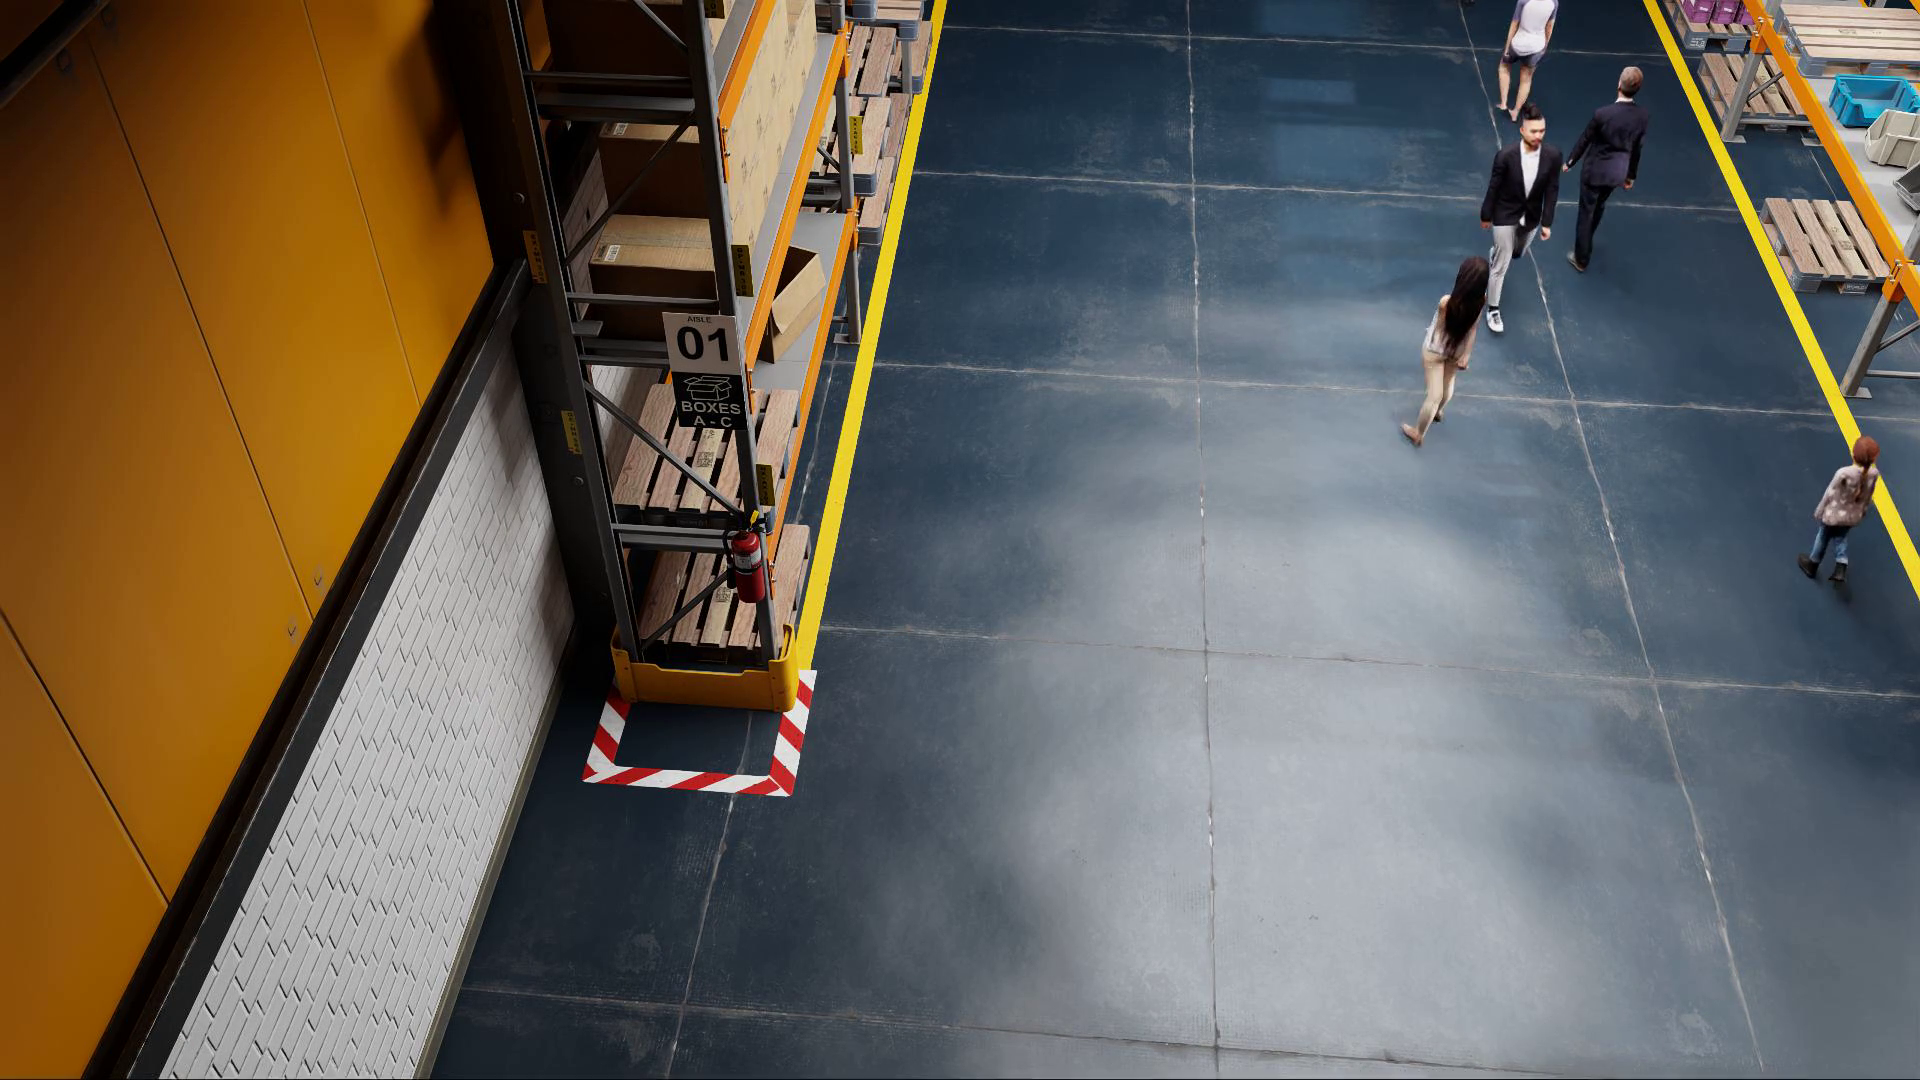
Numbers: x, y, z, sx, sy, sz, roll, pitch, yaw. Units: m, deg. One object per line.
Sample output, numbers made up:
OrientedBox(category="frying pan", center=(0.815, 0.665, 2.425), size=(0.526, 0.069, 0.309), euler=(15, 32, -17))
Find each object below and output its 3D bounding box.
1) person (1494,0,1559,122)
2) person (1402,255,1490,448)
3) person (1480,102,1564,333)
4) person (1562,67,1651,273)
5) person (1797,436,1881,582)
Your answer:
OrientedBox(category="person", center=(5.490, -4.765, 16.084), size=(0.574, 1.549, 0.560), euler=(3, 44, 3))
OrientedBox(category="person", center=(3.639, -1.538, 12.626), size=(0.698, 1.645, 0.868), euler=(-3, 44, -3))
OrientedBox(category="person", center=(4.571, -2.741, 13.689), size=(0.733, 1.922, 1.177), euler=(1, 44, 1))
OrientedBox(category="person", center=(5.507, -3.113, 14.175), size=(0.779, 1.790, 0.941), euler=(-3, 44, -3))
OrientedBox(category="person", center=(6.131, -0.165, 11.521), size=(0.543, 1.182, 0.677), euler=(-2, 44, -2))
